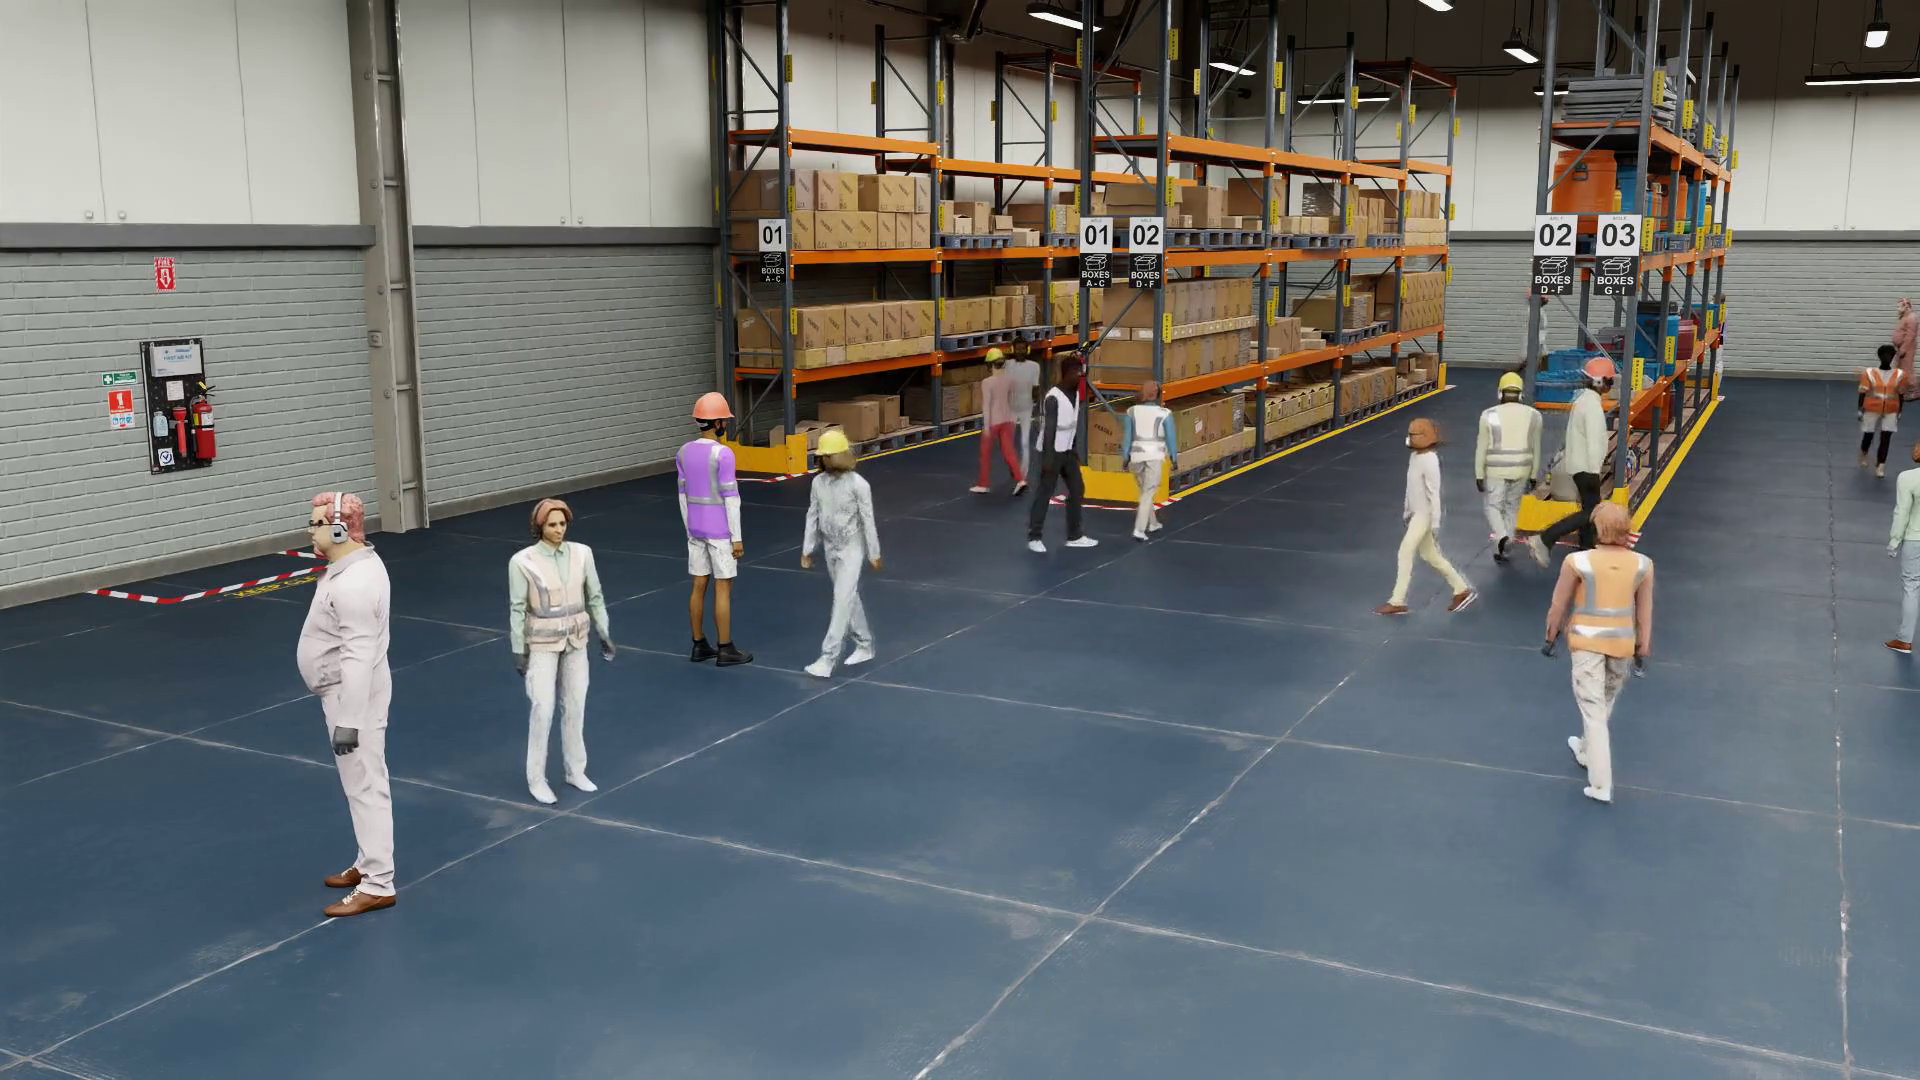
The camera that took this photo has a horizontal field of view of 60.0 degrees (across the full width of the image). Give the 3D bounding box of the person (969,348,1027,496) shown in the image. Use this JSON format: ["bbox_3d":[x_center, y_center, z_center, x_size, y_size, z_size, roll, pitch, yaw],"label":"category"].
[{"bbox_3d":[0.466,-1.377,19.445,0.531,1.739,0.790,-10,14,-43],"label":"person"}]

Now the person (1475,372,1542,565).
[{"bbox_3d":[5.008,-0.625,15.176,0.599,1.800,0.623,0,10,-1],"label":"person"}]

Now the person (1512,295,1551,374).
[{"bbox_3d":[11.336,-3.971,32.848,0.964,2.011,0.620,6,12,28],"label":"person"}]

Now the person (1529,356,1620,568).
[{"bbox_3d":[5.526,-0.655,14.835,0.666,1.971,0.623,3,11,15],"label":"person"}]

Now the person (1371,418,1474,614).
[{"bbox_3d":[3.759,-0.189,13.330,0.806,1.599,0.510,0,10,1],"label":"person"}]

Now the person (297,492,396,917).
[{"bbox_3d":[-2.753,0.726,7.494,0.410,1.909,0.643,-3,11,-18],"label":"person"}]

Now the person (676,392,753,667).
[{"bbox_3d":[-1.740,-0.074,11.767,0.543,1.939,0.361,8,13,36],"label":"person"}]

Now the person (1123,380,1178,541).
[{"bbox_3d":[1.904,-0.808,16.719,0.541,1.592,0.874,6,12,31],"label":"person"}]

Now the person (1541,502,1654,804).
[{"bbox_3d":[3.483,0.582,9.132,0.516,1.595,0.855,-1,10,-4],"label":"person"}]

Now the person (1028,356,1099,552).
[{"bbox_3d":[0.998,-0.822,16.038,0.738,1.881,0.721,5,12,26],"label":"person"}]

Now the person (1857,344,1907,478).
[{"bbox_3d":[11.625,-1.644,21.014,0.544,1.678,0.602,4,11,19],"label":"person"}]

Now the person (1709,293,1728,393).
[{"bbox_3d":[14.648,-3.822,32.208,0.372,1.940,0.631,6,12,28],"label":"person"}]

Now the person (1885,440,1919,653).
[{"bbox_3d":[7.026,0.016,12.110,0.499,1.634,0.279,1,10,4],"label":"person"}]

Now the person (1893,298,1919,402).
[{"bbox_3d":[17.403,-3.480,30.510,0.539,1.885,0.830,3,11,16],"label":"person"}]

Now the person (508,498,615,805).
[{"bbox_3d":[-2.172,0.586,9.013,0.531,1.636,0.360,-10,14,-43],"label":"person"}]

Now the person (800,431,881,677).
[{"bbox_3d":[-0.857,0.092,11.516,0.491,1.693,0.865,8,13,37],"label":"person"}]

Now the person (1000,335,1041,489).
[{"bbox_3d":[0.714,-1.552,20.049,0.544,1.852,0.620,1,10,5],"label":"person"}]
